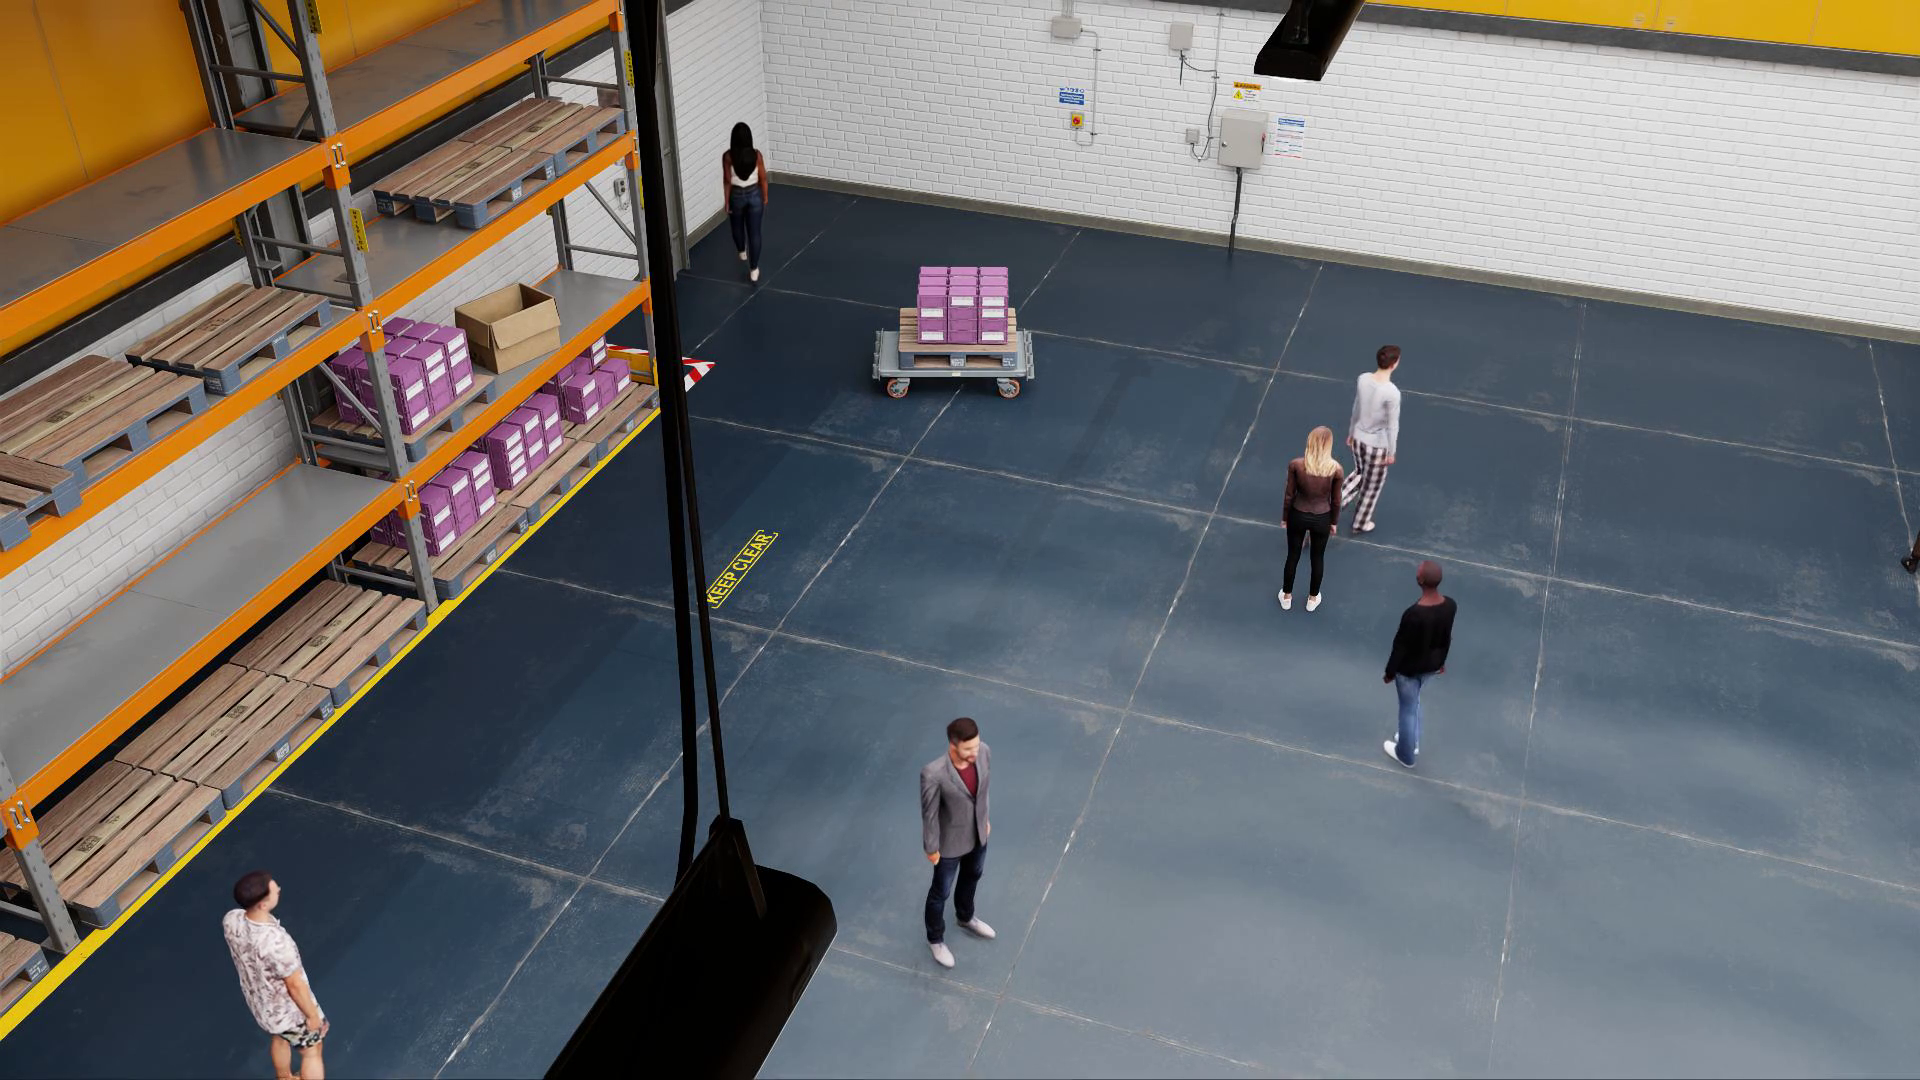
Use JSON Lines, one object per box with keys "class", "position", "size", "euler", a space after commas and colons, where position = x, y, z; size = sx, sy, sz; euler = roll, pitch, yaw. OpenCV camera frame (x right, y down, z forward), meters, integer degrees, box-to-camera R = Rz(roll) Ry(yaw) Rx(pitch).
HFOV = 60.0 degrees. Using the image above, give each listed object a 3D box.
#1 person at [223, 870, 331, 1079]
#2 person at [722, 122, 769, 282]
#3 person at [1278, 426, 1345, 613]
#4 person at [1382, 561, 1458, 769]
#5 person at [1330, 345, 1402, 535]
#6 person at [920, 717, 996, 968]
{"class": "person", "position": [-3.839, 2.573, 9.360], "size": [0.724, 1.807, 0.641], "euler": [19, 38, 26]}
{"class": "person", "position": [-2.451, -3.830, 19.028], "size": [0.944, 1.769, 1.190], "euler": [-3, 34, -4]}
{"class": "person", "position": [2.852, -0.169, 13.578], "size": [0.633, 1.704, 0.537], "euler": [7, 34, 10]}
{"class": "person", "position": [3.323, 0.938, 11.880], "size": [0.706, 1.740, 0.769], "euler": [-15, 37, -22]}
{"class": "person", "position": [3.518, -0.819, 14.439], "size": [0.909, 1.833, 0.840], "euler": [-19, 38, -26]}
{"class": "person", "position": [-0.007, 1.838, 10.409], "size": [0.702, 1.871, 0.836], "euler": [-26, 42, -34]}
